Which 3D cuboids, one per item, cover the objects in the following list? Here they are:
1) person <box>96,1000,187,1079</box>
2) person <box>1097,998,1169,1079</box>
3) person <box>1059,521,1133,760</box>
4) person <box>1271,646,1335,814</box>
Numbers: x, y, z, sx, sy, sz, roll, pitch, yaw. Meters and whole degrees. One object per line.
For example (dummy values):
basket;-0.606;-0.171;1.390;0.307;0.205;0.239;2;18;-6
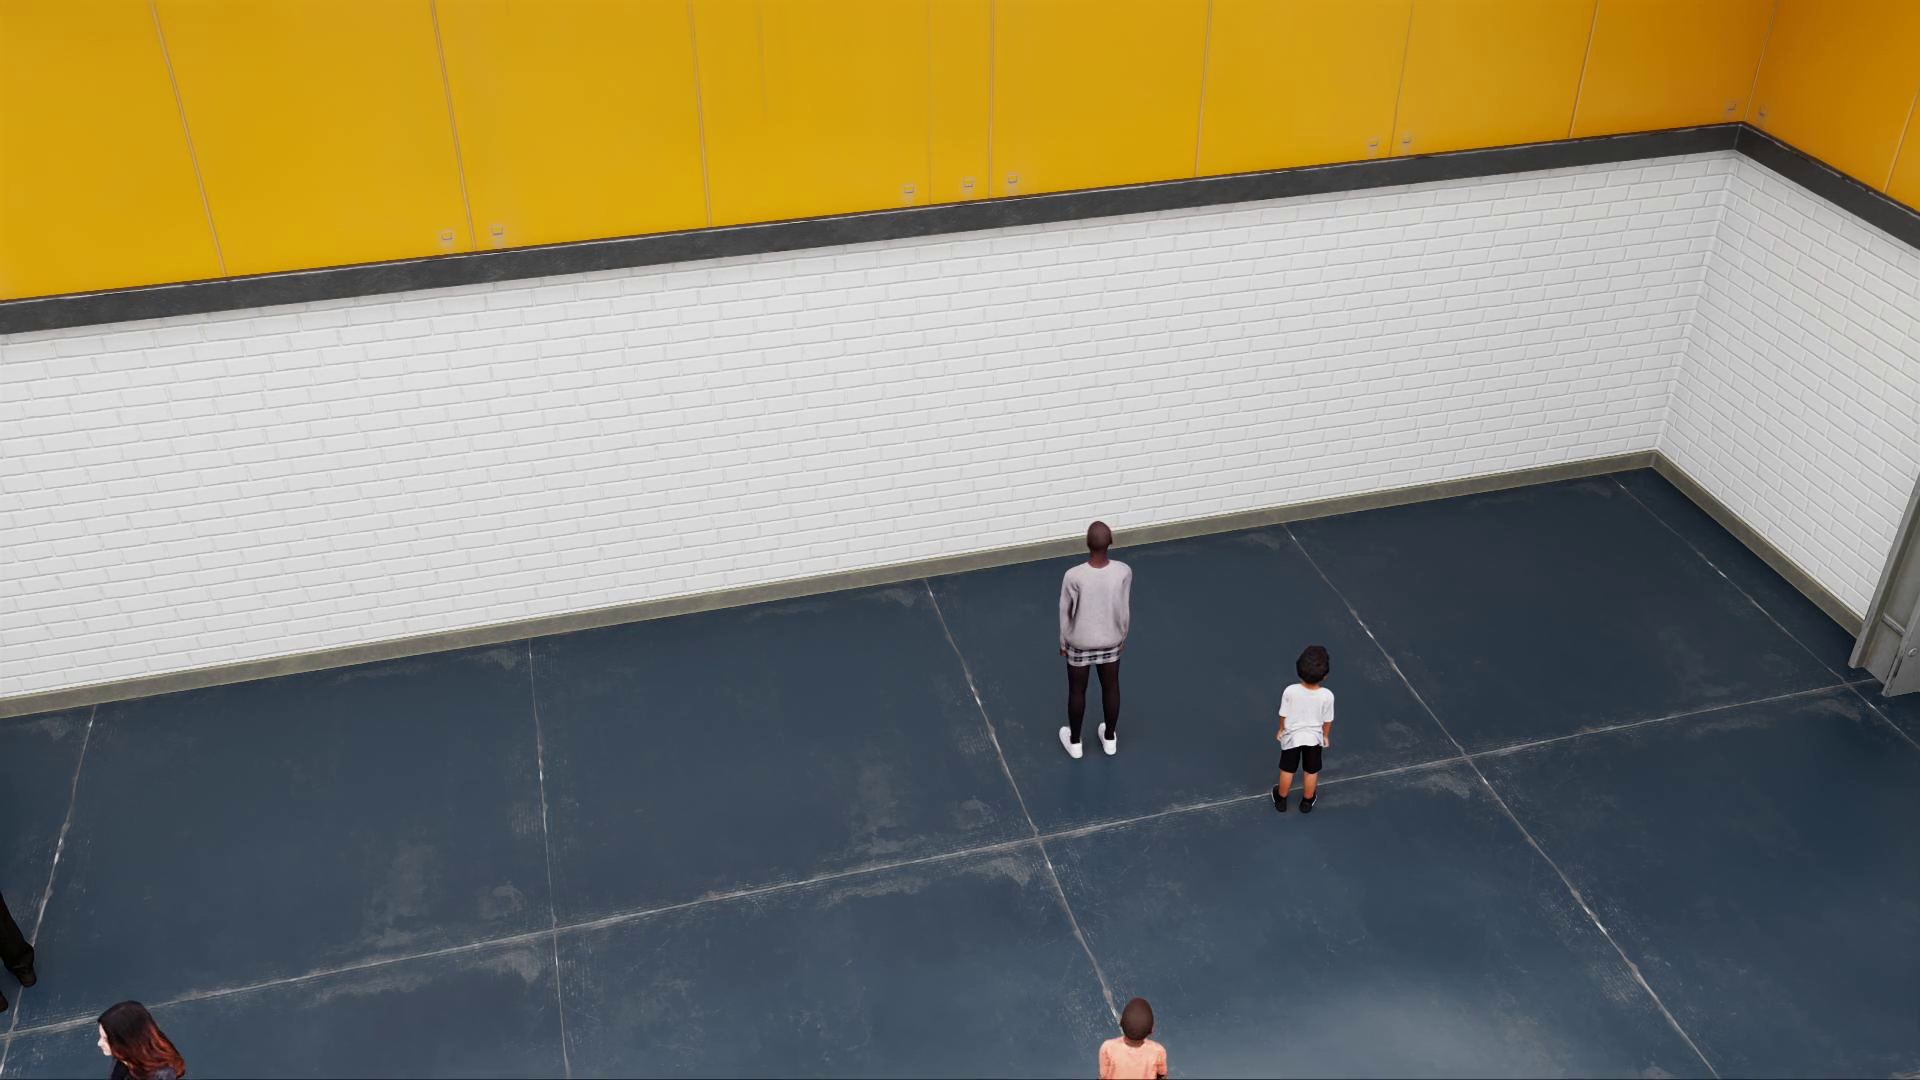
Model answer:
person;-3.622;2.716;7.790;1.125;1.590;1.089;25;41;33
person;0.807;2.763;7.993;0.721;1.288;0.911;5;34;8
person;0.871;0.651;10.734;0.627;1.770;0.541;-5;34;-7
person;2.147;1.192;10.380;0.563;1.261;0.596;5;34;7
